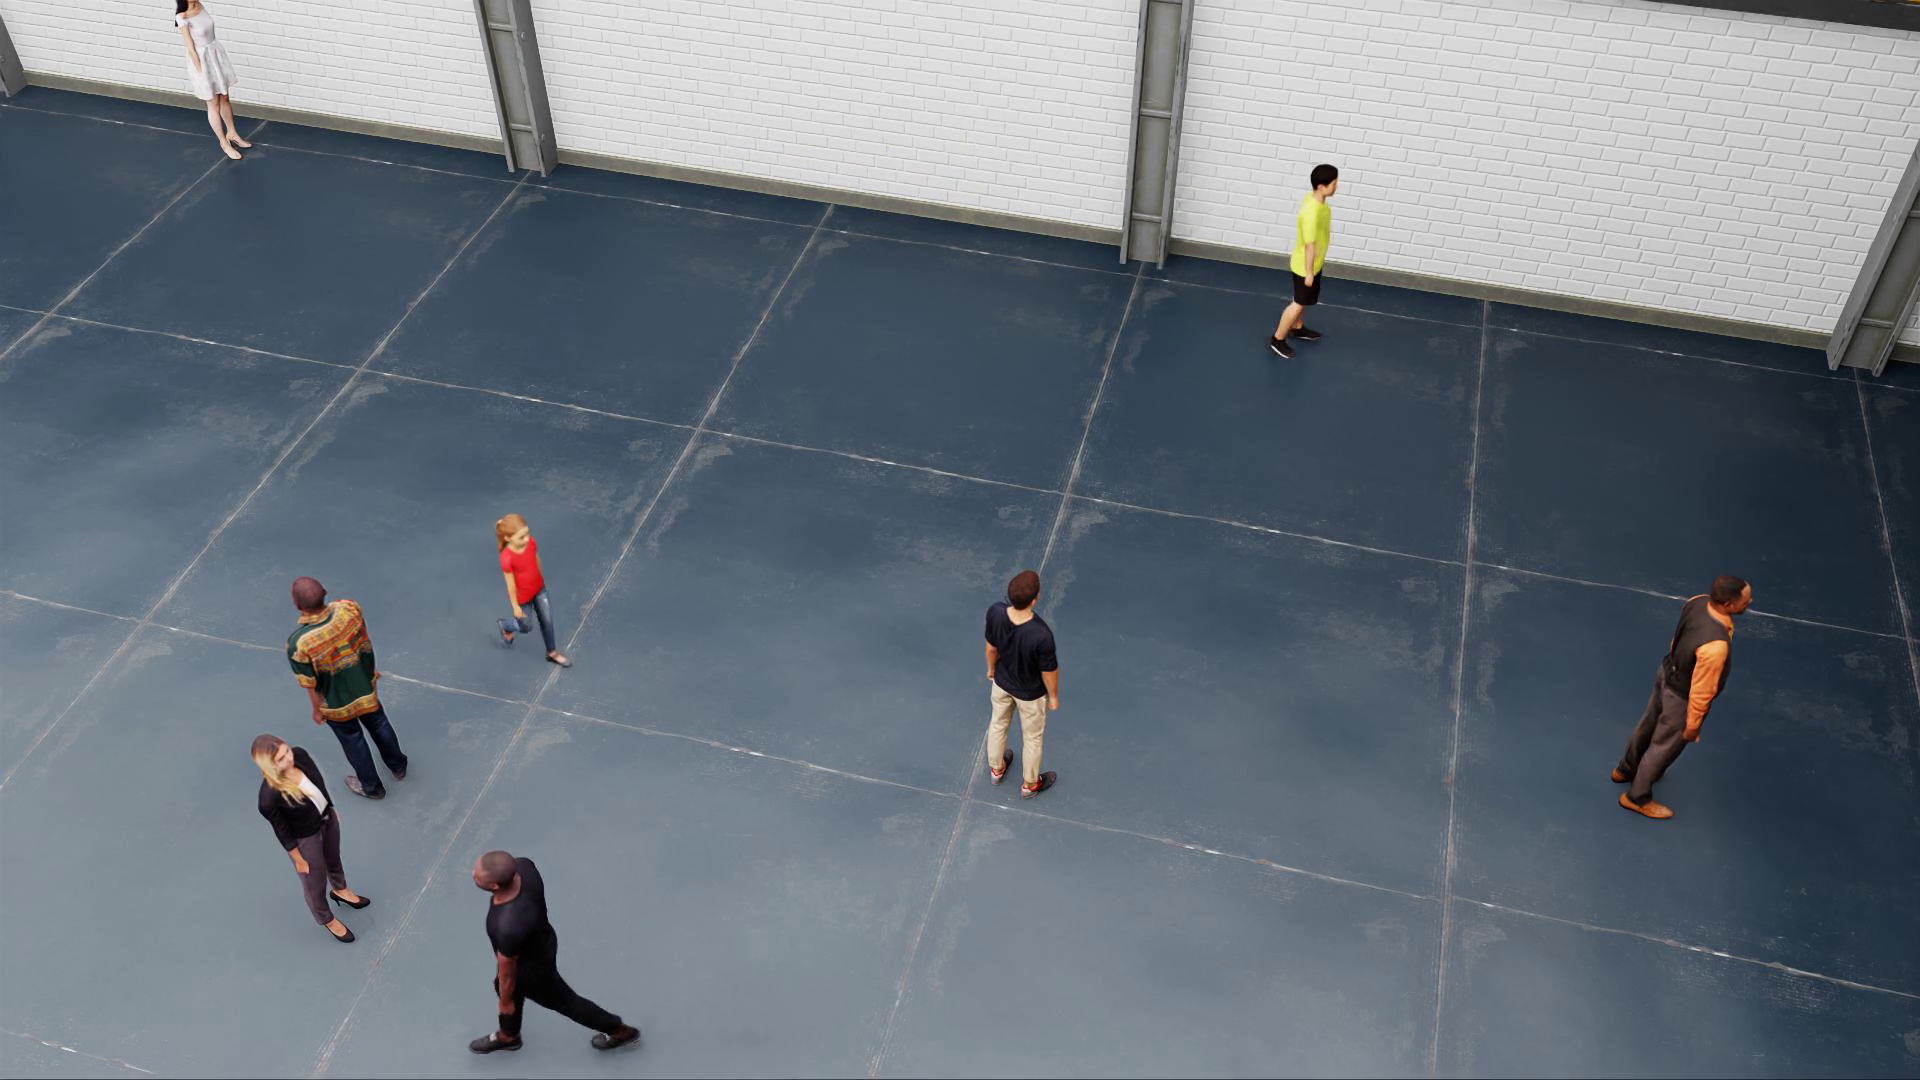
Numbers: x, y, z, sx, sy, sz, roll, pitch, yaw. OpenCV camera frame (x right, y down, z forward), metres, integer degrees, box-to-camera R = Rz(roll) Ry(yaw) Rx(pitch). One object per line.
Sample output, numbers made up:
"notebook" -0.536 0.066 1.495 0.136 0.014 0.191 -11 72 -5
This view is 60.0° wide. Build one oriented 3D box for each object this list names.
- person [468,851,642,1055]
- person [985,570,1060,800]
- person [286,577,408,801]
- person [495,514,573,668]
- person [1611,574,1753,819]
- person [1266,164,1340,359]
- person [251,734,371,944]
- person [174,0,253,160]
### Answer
"person" -2.158 2.215 8.713 1.282 1.776 0.961 -3 44 -3
"person" 0.365 0.872 10.062 0.574 1.859 0.766 24 49 23
"person" -3.725 0.897 10.074 0.777 1.807 0.787 25 49 24
"person" -2.928 0.328 11.042 0.832 1.296 0.630 24 49 23
"person" 4.324 0.913 9.985 0.636 1.907 0.716 6 44 6
"person" 2.792 -2.286 13.475 0.652 1.723 0.623 9 44 9
"person" -3.672 1.658 9.372 0.548 1.672 0.613 6 44 6
"person" -7.098 -4.464 15.726 0.652 1.772 0.664 7 44 7
